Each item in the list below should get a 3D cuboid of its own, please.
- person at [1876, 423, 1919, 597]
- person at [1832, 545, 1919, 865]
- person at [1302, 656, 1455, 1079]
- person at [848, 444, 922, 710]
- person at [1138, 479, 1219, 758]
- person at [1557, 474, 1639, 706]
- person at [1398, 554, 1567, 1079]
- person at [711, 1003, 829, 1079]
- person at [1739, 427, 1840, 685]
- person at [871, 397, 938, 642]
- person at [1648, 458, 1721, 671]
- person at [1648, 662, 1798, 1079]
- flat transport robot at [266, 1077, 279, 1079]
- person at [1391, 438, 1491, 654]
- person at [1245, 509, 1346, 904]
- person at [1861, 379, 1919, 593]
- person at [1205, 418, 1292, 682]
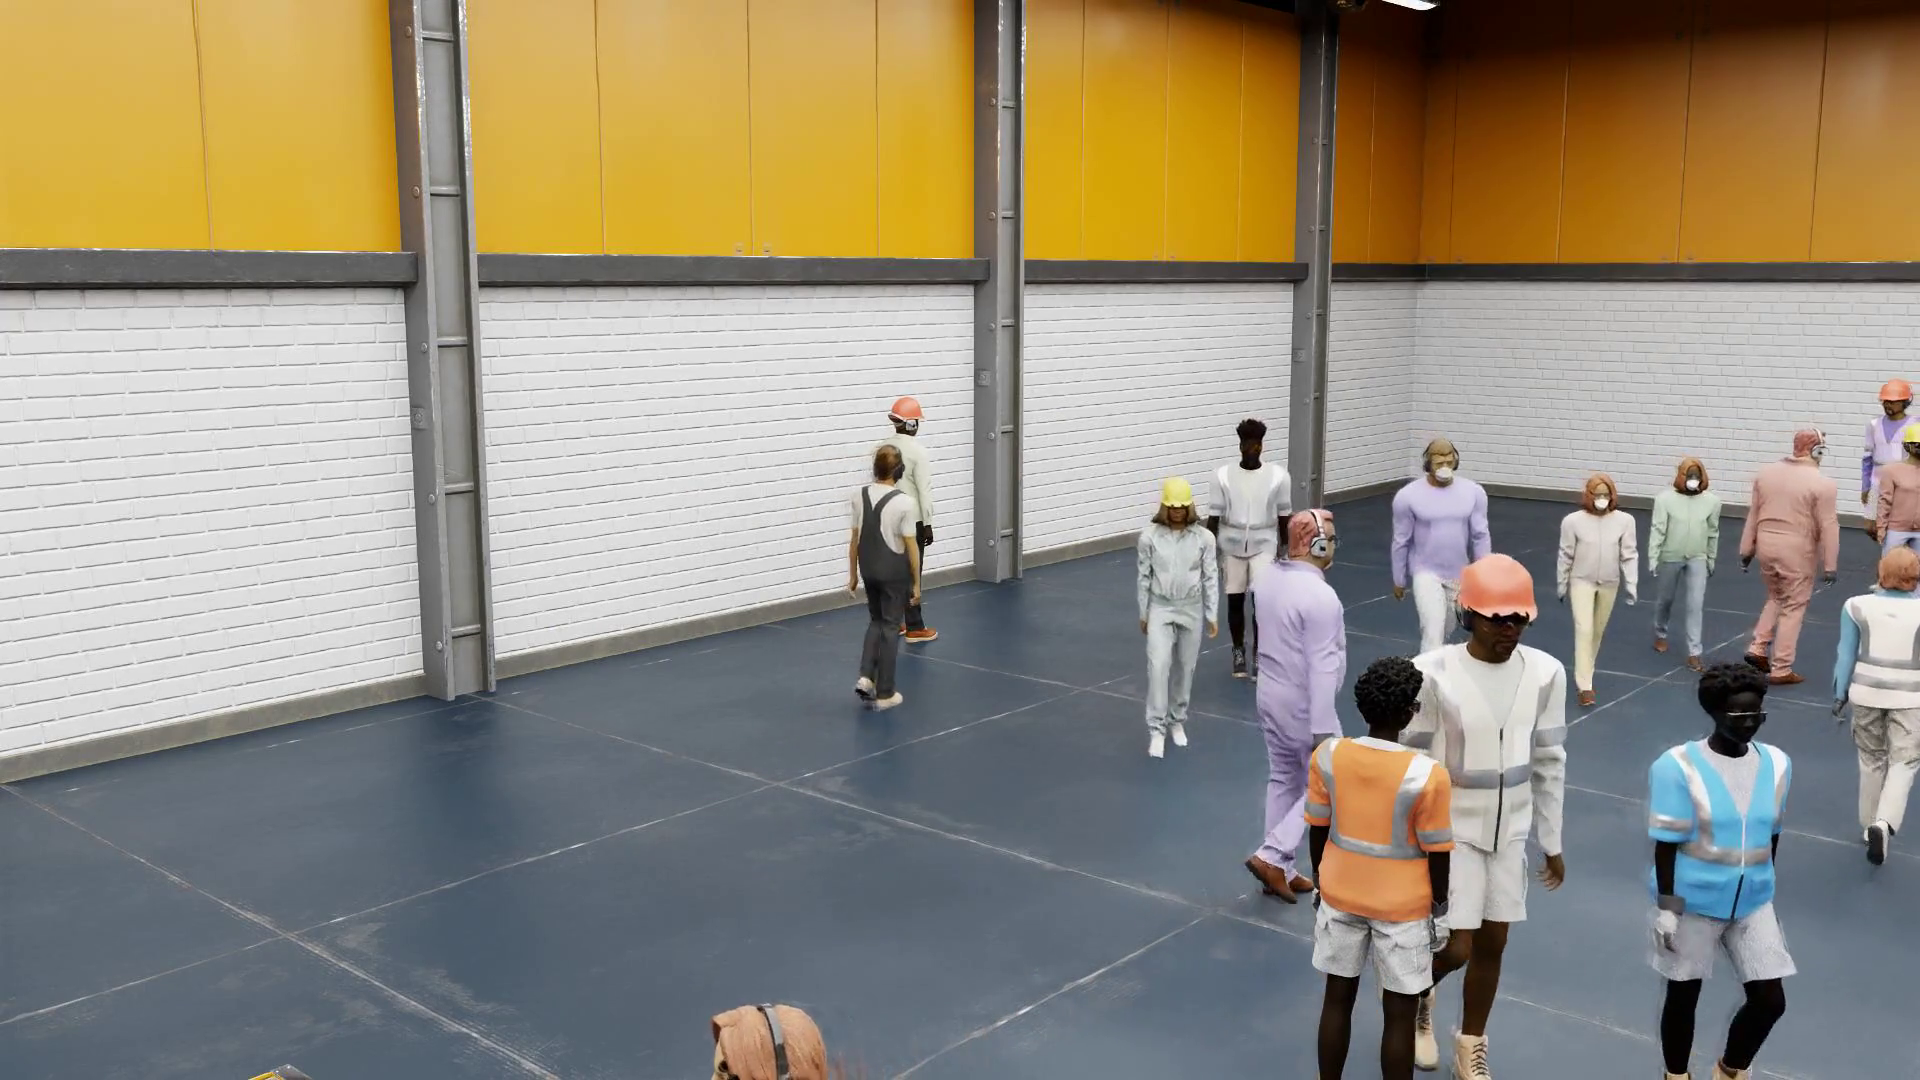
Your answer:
[{"bbox_3d":[7.815,-0.076,13.685,0.527,1.772,0.305,1,9,6],"label":"person"},{"bbox_3d":[4.722,0.839,8.457,0.538,1.613,0.720,7,11,36],"label":"person"},{"bbox_3d":[1.431,1.233,5.689,0.541,1.695,0.316,8,12,40],"label":"person"},{"bbox_3d":[-0.499,0.258,11.386,0.553,1.832,0.398,6,11,32],"label":"person"},{"bbox_3d":[1.362,0.487,10.338,0.494,1.717,0.722,0,9,-2],"label":"person"},{"bbox_3d":[4.439,0.354,11.536,0.502,1.595,0.793,0,9,3],"label":"person"},{"bbox_3d":[1.839,1.031,5.922,0.625,2.022,0.519,-2,9,-12],"label":"person"},{"bbox_3d":[-0.279,1.658,3.225,0.466,1.628,0.520,-2,9,-13],"label":"person"},{"bbox_3d":[6.046,0.118,12.120,0.453,1.882,0.717,-4,10,-25],"label":"person"},{"bbox_3d":[-0.447,-0.169,13.560,0.623,1.992,0.392,8,12,40],"label":"person"},{"bbox_3d":[5.571,0.148,12.843,0.518,1.592,0.858,2,9,11],"label":"person"},{"bbox_3d":[2.586,1.245,5.670,0.539,1.682,0.432,-1,9,-4],"label":"person"},{"bbox_3d":[-2.123,2.021,5.205,1.431,0.197,0.652,8,12,40],"label":"flat transport robot"},{"bbox_3d":[3.254,0.234,11.370,0.633,1.895,1.016,-1,9,-4],"label":"person"},{"bbox_3d":[1.606,0.792,7.845,0.439,1.889,0.659,-2,9,-15],"label":"person"},{"bbox_3d":[8.802,-0.510,15.648,0.612,2.025,0.602,-6,11,-31],"label":"person"},{"bbox_3d":[2.096,0.079,12.145,0.623,1.941,0.627,2,9,12],"label":"person"}]
